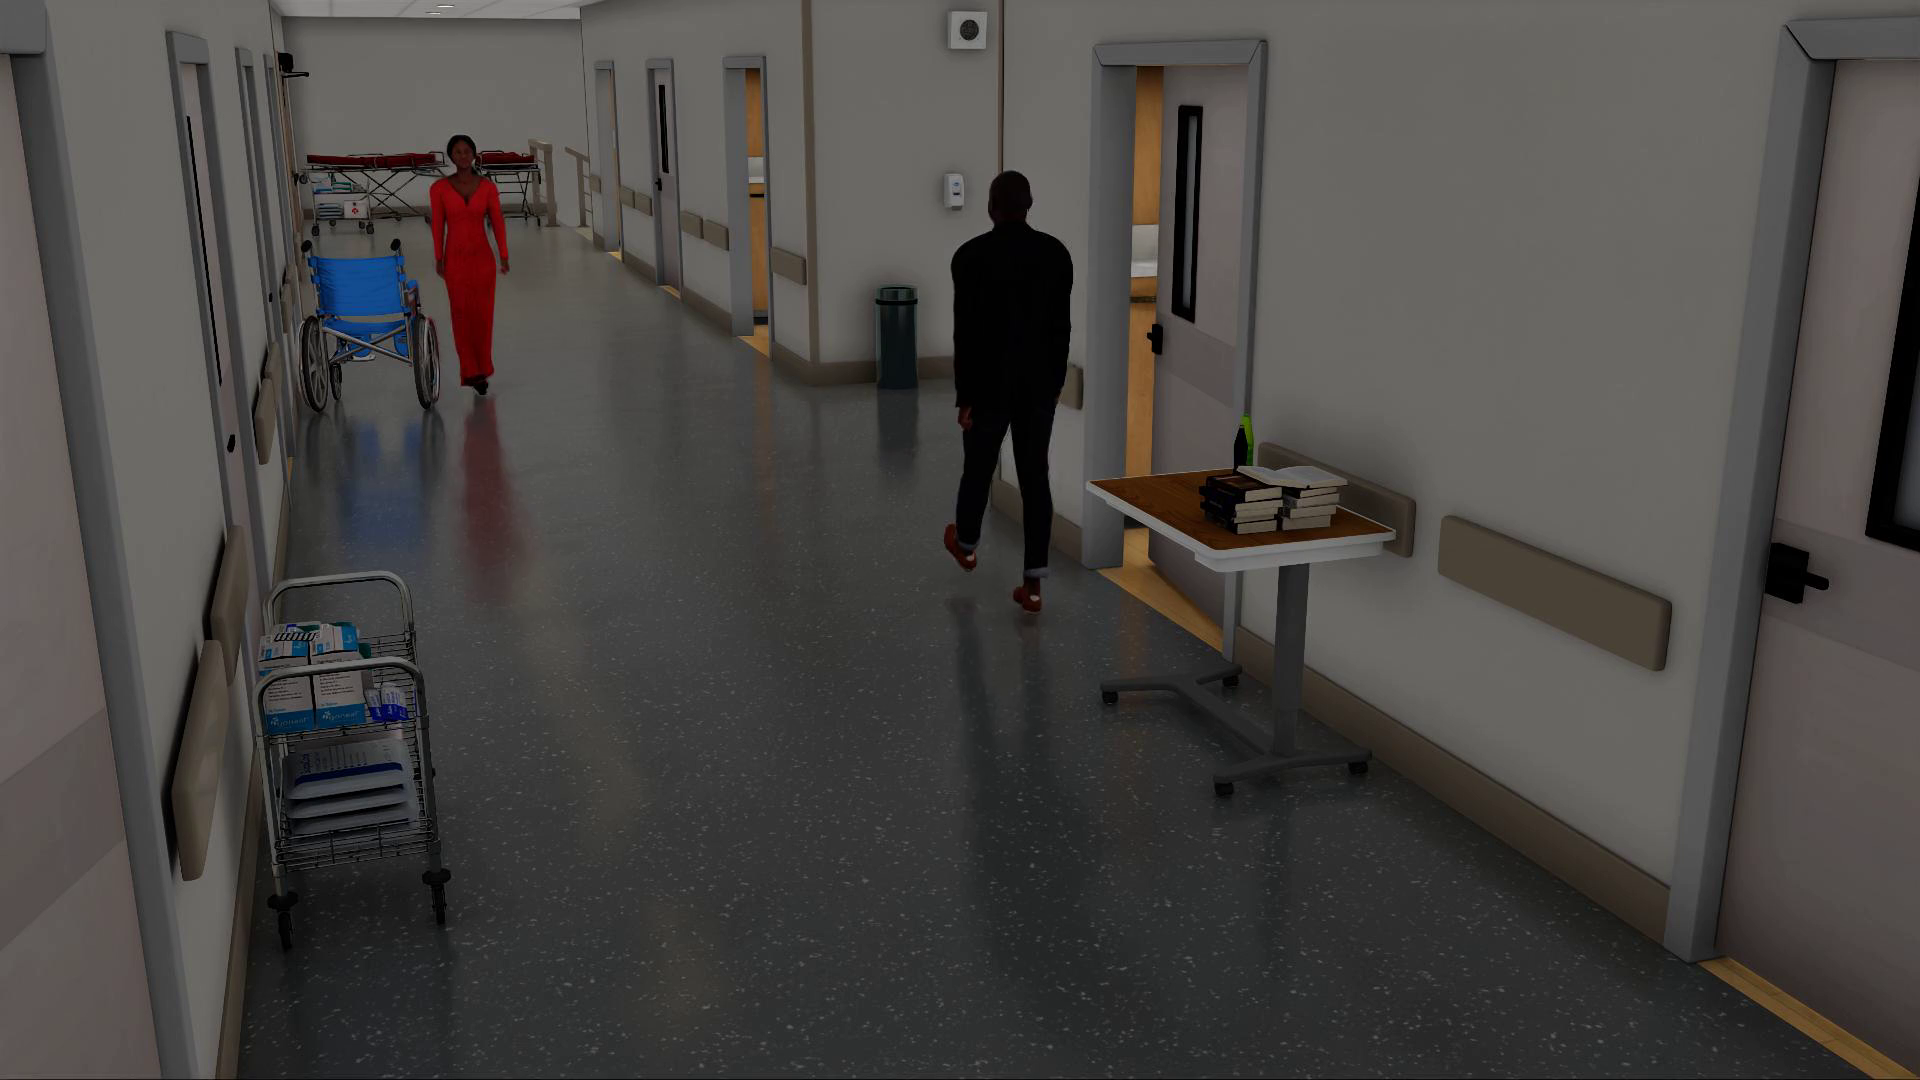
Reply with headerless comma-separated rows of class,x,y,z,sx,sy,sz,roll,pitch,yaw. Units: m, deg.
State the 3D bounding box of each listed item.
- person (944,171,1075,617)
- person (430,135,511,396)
person,0.237,-0.561,6.807,0.753,1.775,1.138,-4,16,-15
person,-3.406,-1.885,11.582,0.678,1.733,1.152,-7,17,-23
